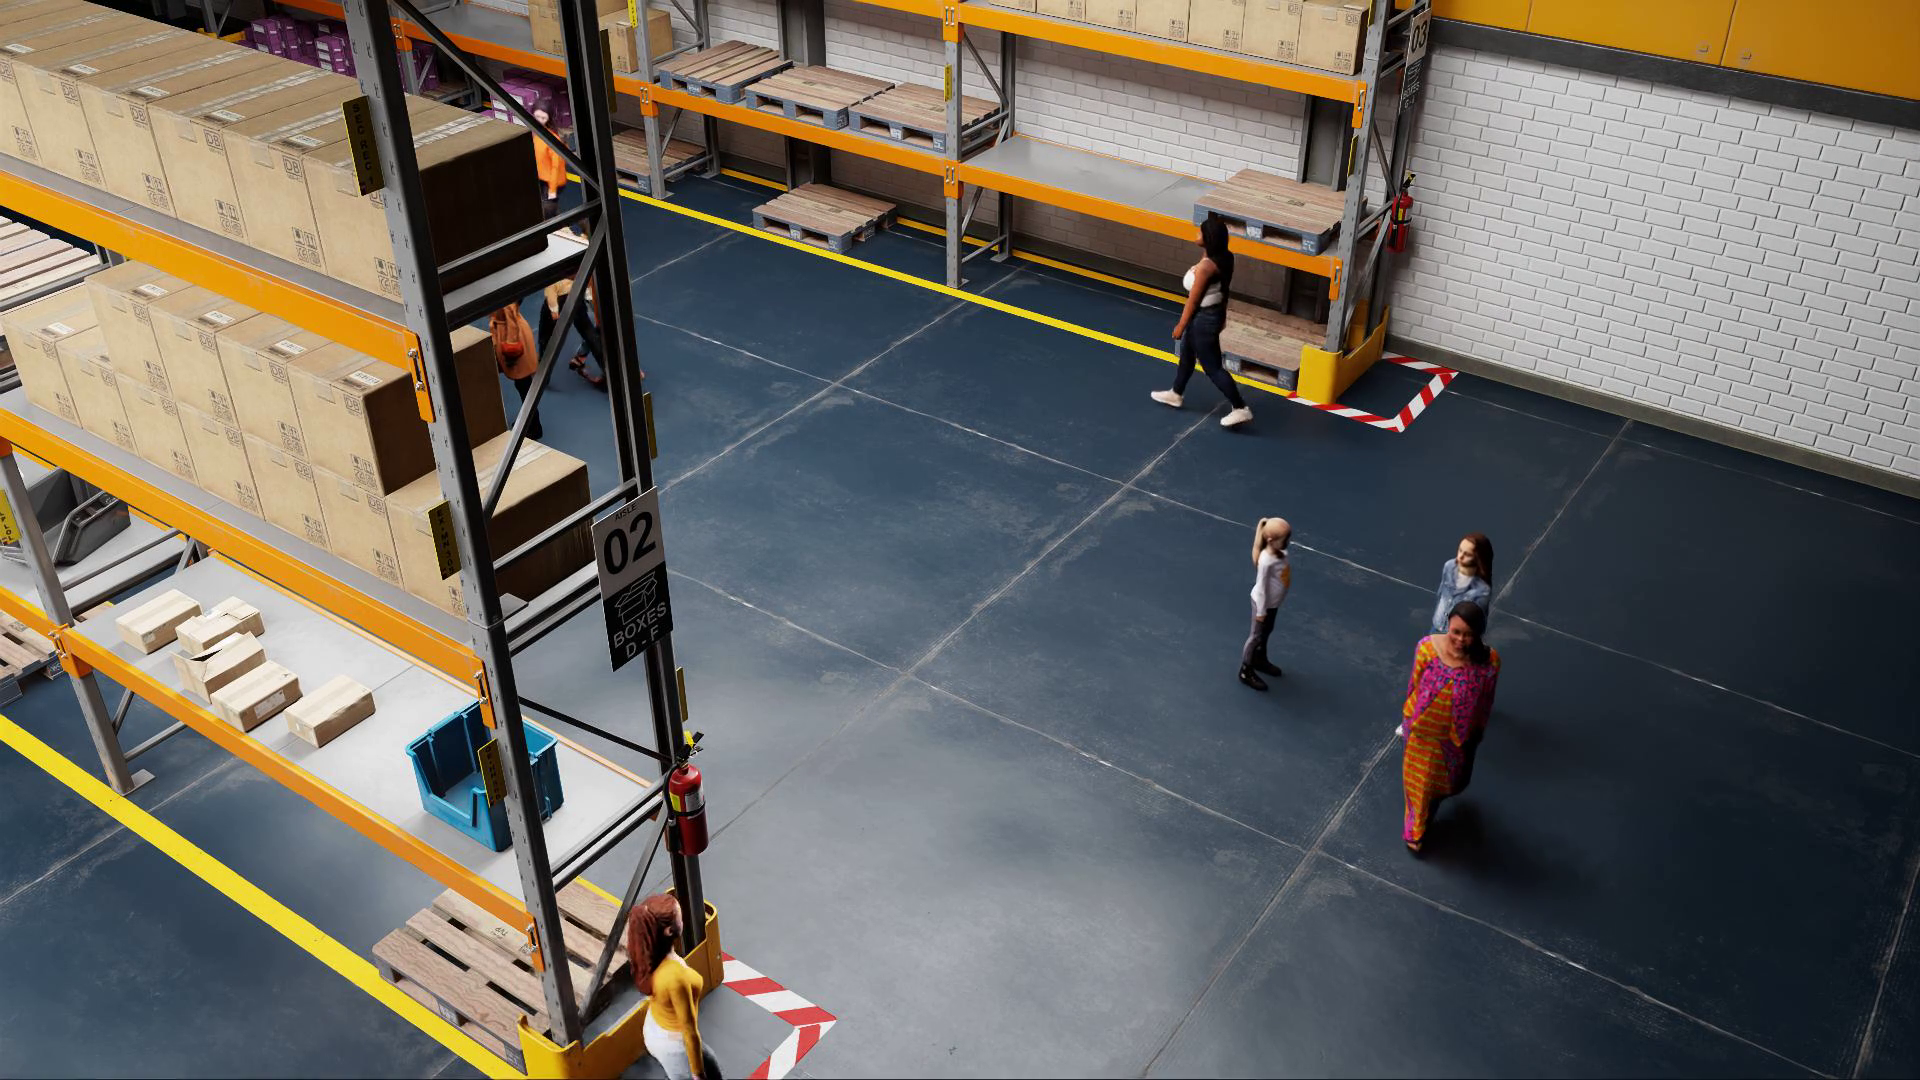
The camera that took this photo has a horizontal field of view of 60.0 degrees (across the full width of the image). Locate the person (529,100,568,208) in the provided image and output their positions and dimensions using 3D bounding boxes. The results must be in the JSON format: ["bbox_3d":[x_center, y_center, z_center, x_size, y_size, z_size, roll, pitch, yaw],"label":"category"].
[{"bbox_3d":[-4.037,-3.529,16.481,0.769,1.719,0.575,-22,39,-29],"label":"person"}]

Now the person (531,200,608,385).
[{"bbox_3d":[-3.332,-2.053,14.267,1.235,1.710,0.869,12,36,18],"label":"person"}]

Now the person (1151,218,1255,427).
[{"bbox_3d":[2.132,-1.761,13.770,1.218,1.774,0.766,15,36,21],"label":"person"}]

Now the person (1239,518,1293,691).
[{"bbox_3d":[2.020,0.389,10.985,0.486,1.277,0.478,20,38,27],"label":"person"}]

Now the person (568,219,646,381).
[{"bbox_3d":[-3.165,-2.099,14.376,0.956,1.668,0.943,-12,35,-17],"label":"person"}]

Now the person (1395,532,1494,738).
[{"bbox_3d":[3.199,0.580,10.537,0.872,1.455,0.991,-20,38,-27],"label":"person"}]

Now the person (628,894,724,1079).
[{"bbox_3d":[-1.376,2.361,7.611,0.767,1.728,0.722,-21,39,-28],"label":"person"}]

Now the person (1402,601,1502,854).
[{"bbox_3d":[2.836,1.018,9.684,0.958,1.670,0.864,11,35,16],"label":"person"}]

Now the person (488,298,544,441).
[{"bbox_3d":[-3.646,-1.617,13.604,0.837,1.719,0.751,-9,35,-13],"label":"person"}]
